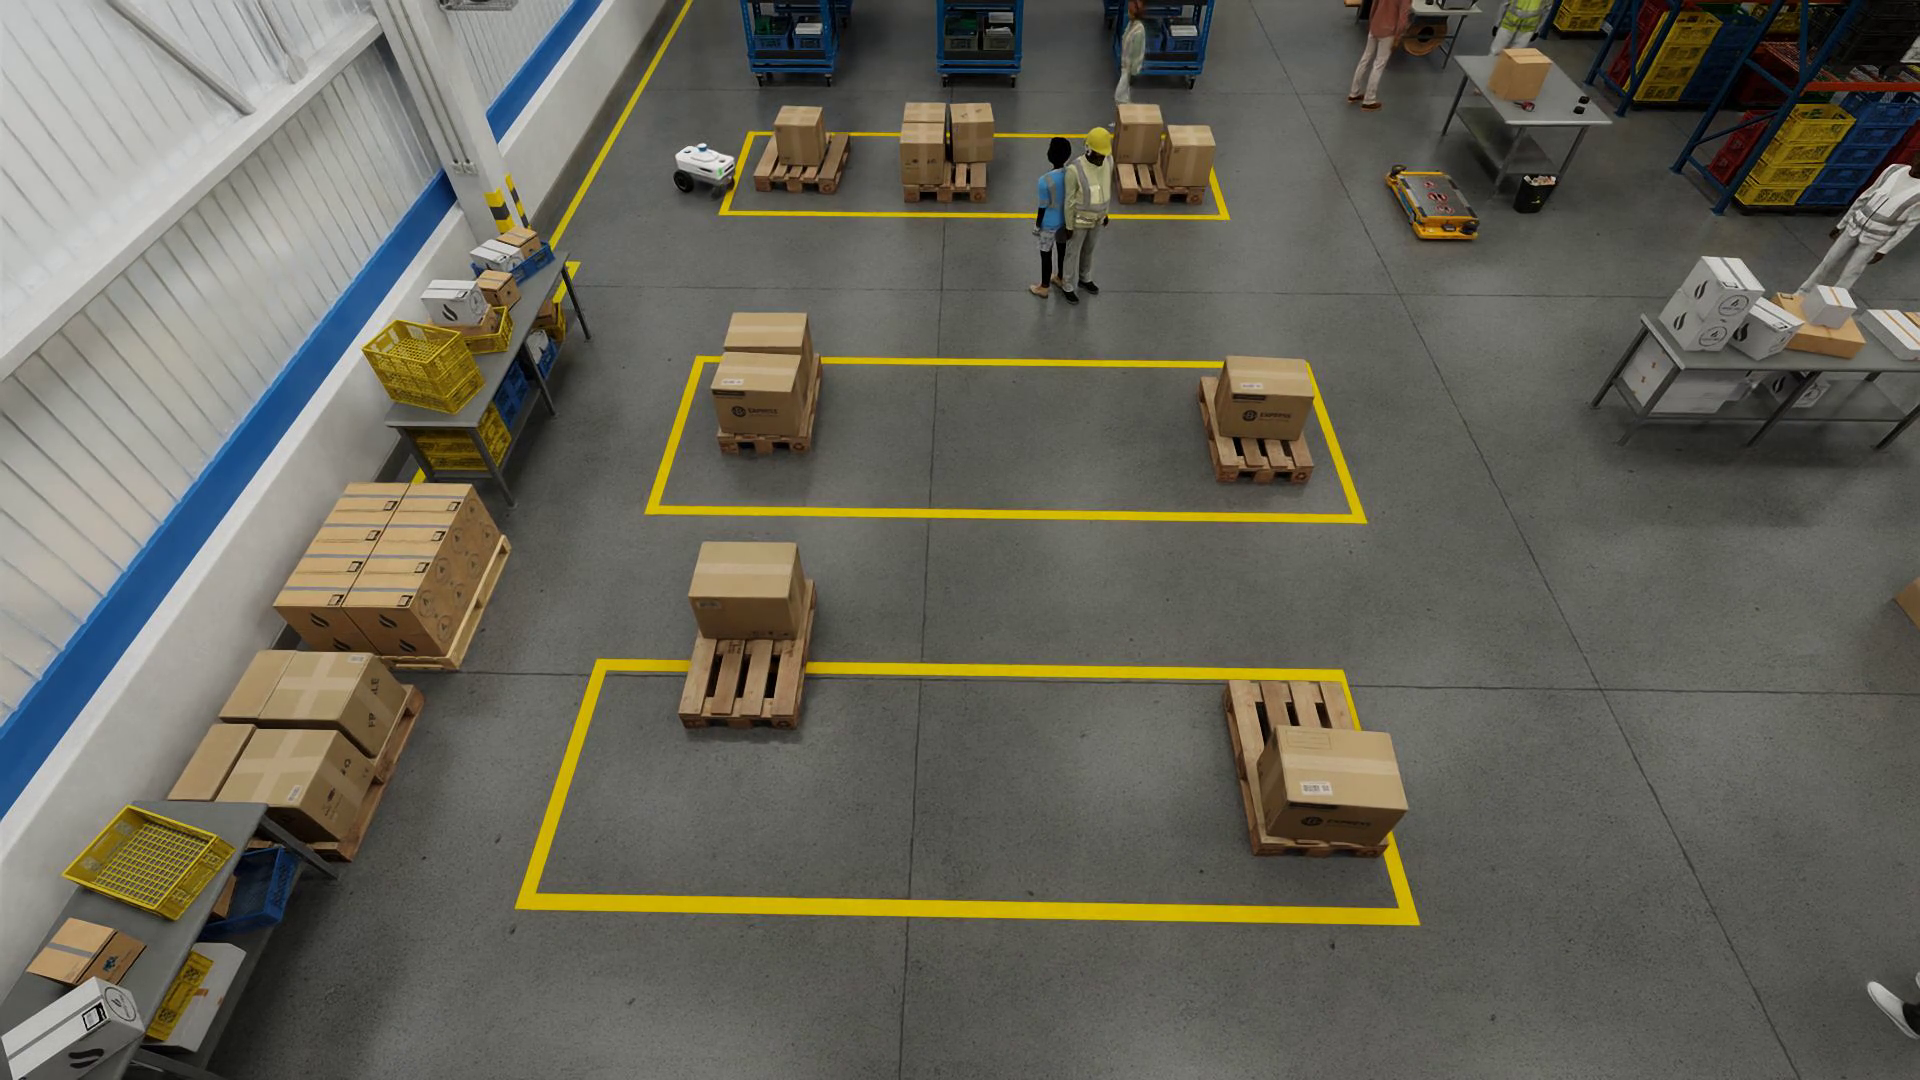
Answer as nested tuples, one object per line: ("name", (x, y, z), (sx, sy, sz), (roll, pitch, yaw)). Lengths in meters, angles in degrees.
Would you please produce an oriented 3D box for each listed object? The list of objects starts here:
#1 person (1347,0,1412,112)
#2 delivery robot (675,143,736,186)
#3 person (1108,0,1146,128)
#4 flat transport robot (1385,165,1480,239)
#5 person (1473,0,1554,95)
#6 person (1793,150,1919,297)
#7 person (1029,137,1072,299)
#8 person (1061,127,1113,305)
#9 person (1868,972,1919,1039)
("person", (5.720, -6.851, 12.316), (0.392, 1.991, 0.613), (-17, 51, -14))
("delivery robot", (-3.120, -4.621, 11.268), (0.707, 0.478, 0.477), (20, 52, 17))
("person", (2.189, -6.156, 11.948), (0.375, 1.627, 0.548), (-2, 49, -2))
("flat transport robot", (5.692, -4.094, 11.059), (0.652, 0.197, 1.431), (1, 49, 1))
("person", (7.684, -7.077, 12.619), (0.629, 1.837, 0.430), (18, 52, 15))
("person", (8.952, -3.012, 9.063), (0.356, 1.885, 0.574), (-12, 50, -10))
("person", (0.966, -3.303, 9.436), (0.540, 1.698, 0.316), (-33, 57, -25))
("person", (1.303, -3.299, 9.349), (0.587, 1.828, 0.404), (-31, 56, -24))
("person", (5.535, 2.117, 4.603), (0.597, 1.915, 0.371), (-6, 49, -5))
